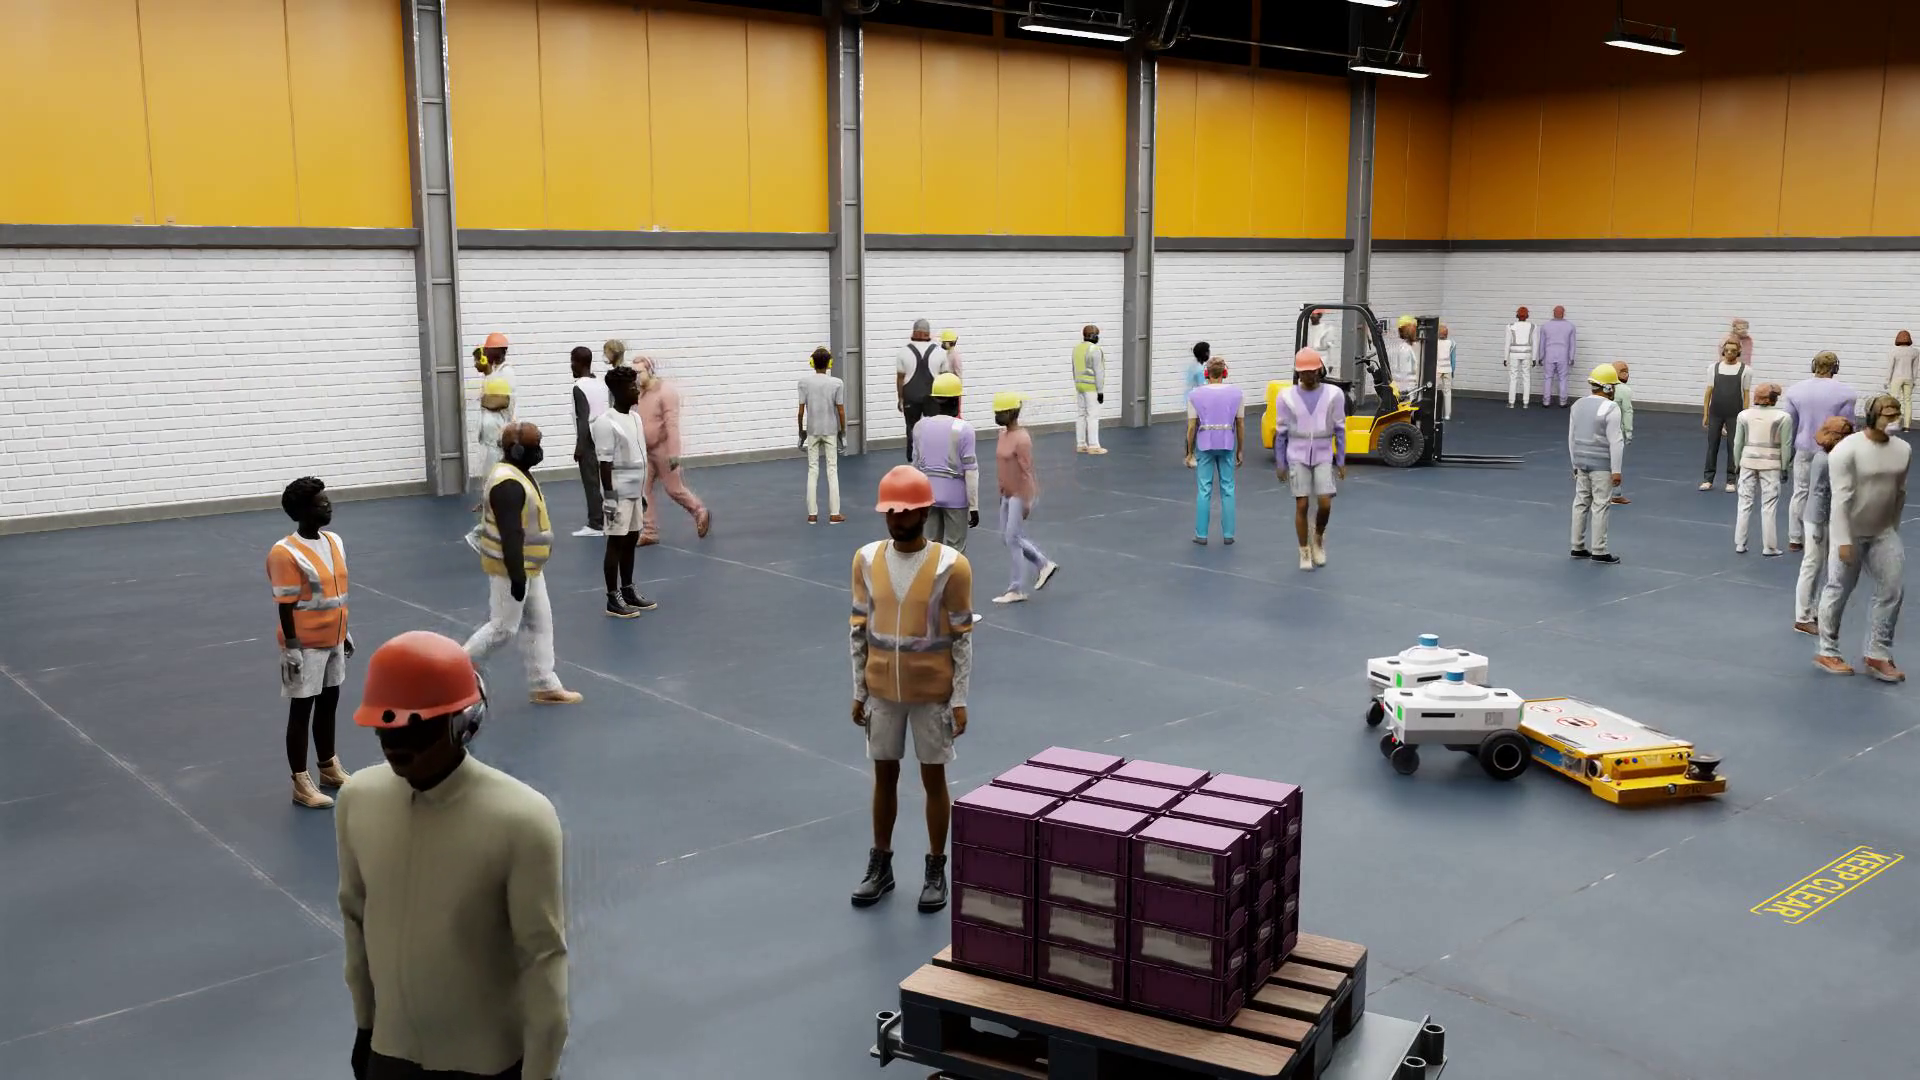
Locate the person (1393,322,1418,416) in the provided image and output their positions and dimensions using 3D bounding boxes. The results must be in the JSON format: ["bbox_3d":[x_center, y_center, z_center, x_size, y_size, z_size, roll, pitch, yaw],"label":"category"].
[{"bbox_3d":[6.353,-2.187,23.894,0.505,1.864,0.576,3,10,18],"label":"person"}]

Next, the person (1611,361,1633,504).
[{"bbox_3d":[7.453,-1.225,18.949,0.289,1.632,0.498,-5,11,-25],"label":"person"}]

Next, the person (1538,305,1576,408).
[{"bbox_3d":[11.080,-3.397,30.875,0.652,1.904,0.403,4,10,20],"label":"person"}]

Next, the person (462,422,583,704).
[{"bbox_3d":[-2.839,0.167,10.297,0.843,1.813,0.636,-1,10,-6],"label":"person"}]

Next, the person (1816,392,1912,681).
[{"bbox_3d":[6.025,-0.008,10.987,0.631,1.917,0.731,-2,10,-10],"label":"person"}]

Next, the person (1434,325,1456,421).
[{"bbox_3d":[8.242,-2.862,28.509,0.512,1.642,0.311,-1,10,-5],"label":"person"}]

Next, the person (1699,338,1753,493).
[{"bbox_3d":[9.145,-1.487,19.862,0.508,1.847,0.345,6,12,33],"label":"person"}]

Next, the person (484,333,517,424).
[{"bbox_3d":[-5.298,-1.418,19.187,0.357,1.937,0.551,-6,11,-30],"label":"person"}]

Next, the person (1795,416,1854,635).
[{"bbox_3d":[6.467,-0.114,12.443,0.287,1.631,0.501,7,12,37],"label":"person"}]

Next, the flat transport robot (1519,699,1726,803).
[{"bbox_3d":[3.463,1.122,9.191,0.652,0.197,1.431,-3,10,-15],"label":"flat transport robot"}]

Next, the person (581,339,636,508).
[{"bbox_3d":[-3.813,-1.239,18.210,0.889,1.903,0.655,-2,10,-14],"label":"person"}]

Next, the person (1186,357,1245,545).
[{"bbox_3d":[2.484,-0.858,16.203,0.563,1.838,0.390,0,10,-1],"label":"person"}]

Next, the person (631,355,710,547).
[{"bbox_3d":[-2.881,-0.883,16.272,0.680,1.871,0.842,8,12,38],"label":"person"}]

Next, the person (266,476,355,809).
[{"bbox_3d":[-3.317,0.516,8.564,0.318,1.700,0.535,2,10,12],"label":"person"}]

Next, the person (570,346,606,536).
[{"bbox_3d":[-3.721,-0.992,16.756,0.373,1.914,0.597,1,10,7],"label":"person"}]

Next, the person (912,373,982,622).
[{"bbox_3d":[-0.097,-0.312,12.738,0.588,1.930,0.364,7,12,35],"label":"person"}]

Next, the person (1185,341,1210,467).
[{"bbox_3d":[3.267,-1.808,22.226,0.570,1.675,0.548,-1,10,-4],"label":"person"}]

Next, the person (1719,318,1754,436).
[{"bbox_3d":[12.022,-2.507,25.812,0.672,1.852,0.705,-3,10,-17],"label":"person"}]

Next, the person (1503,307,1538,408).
[{"bbox_3d":[10.384,-3.379,30.826,0.586,1.882,0.340,2,10,9],"label":"person"}]

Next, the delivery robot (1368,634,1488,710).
[{"bbox_3d":[2.791,0.807,9.930,0.707,0.478,0.477,-4,11,-23],"label":"delivery robot"}]

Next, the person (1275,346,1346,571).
[{"bbox_3d":[3.118,-0.713,14.815,0.634,2.019,0.435,2,10,9],"label":"person"}]

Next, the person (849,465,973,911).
[{"bbox_3d":[-0.220,0.638,7.149,0.546,1.939,0.375,3,10,17],"label":"person"}]

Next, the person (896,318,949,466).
[{"bbox_3d":[-0.501,-1.915,21.794,0.690,2.000,0.786,-1,10,-6],"label":"person"}]

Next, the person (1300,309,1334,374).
[{"bbox_3d":[6.074,-3.054,28.529,0.617,2.024,0.608,6,12,33],"label":"person"}]

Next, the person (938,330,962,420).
[{"bbox_3d":[-0.144,-2.114,23.764,0.328,1.767,0.532,-4,11,-23],"label":"person"}]

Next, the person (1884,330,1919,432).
[{"bbox_3d":[15.052,-2.533,26.610,0.500,1.632,0.286,0,10,2],"label":"person"}]

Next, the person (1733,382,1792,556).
[{"bbox_3d":[7.544,-0.666,15.669,0.315,1.636,0.515,-9,13,-43],"label":"person"}]

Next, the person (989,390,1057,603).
[{"bbox_3d":[0.504,-0.362,13.573,0.571,1.743,0.556,-4,10,-21],"label":"person"}]

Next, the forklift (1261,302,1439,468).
[{"bbox_3d":[5.320,-2.157,22.763,2.313,2.155,1.214,3,10,16],"label":"forklift"}]

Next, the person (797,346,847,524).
[{"bbox_3d":[-1.453,-1.100,17.521,0.534,1.871,0.315,1,10,4],"label":"person"}]

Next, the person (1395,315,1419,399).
[{"bbox_3d":[6.822,-2.488,25.561,0.903,1.893,0.626,0,10,2],"label":"person"}]

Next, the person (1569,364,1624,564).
[{"bbox_3d":[5.862,-0.697,15.275,0.404,1.831,0.601,-4,10,-22],"label":"person"}]

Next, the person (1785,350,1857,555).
[{"bbox_3d":[8.109,-0.823,15.715,0.629,1.937,0.373,9,13,43],"label":"person"}]

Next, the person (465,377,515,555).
[{"bbox_3d":[-4.240,-0.613,15.105,0.466,1.730,0.484,0,10,-2],"label":"person"}]

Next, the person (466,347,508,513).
[{"bbox_3d":[-5.092,-1.228,18.439,0.808,1.838,0.543,-4,11,-23],"label":"person"}]

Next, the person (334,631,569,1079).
[{"bbox_3d":[-1.232,1.196,3.800,0.647,1.960,0.905,2,10,14],"label":"person"}]

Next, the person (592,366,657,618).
[{"bbox_3d":[-2.631,-0.384,13.047,0.361,1.965,0.613,3,10,15],"label":"person"}]

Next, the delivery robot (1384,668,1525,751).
[{"bbox_3d":[2.700,0.945,9.124,0.707,0.478,0.477,0,10,1],"label":"delivery robot"}]

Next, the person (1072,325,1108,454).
[{"bbox_3d":[1.858,-2.143,23.735,0.429,1.839,0.640,-6,11,-31],"label":"person"}]
